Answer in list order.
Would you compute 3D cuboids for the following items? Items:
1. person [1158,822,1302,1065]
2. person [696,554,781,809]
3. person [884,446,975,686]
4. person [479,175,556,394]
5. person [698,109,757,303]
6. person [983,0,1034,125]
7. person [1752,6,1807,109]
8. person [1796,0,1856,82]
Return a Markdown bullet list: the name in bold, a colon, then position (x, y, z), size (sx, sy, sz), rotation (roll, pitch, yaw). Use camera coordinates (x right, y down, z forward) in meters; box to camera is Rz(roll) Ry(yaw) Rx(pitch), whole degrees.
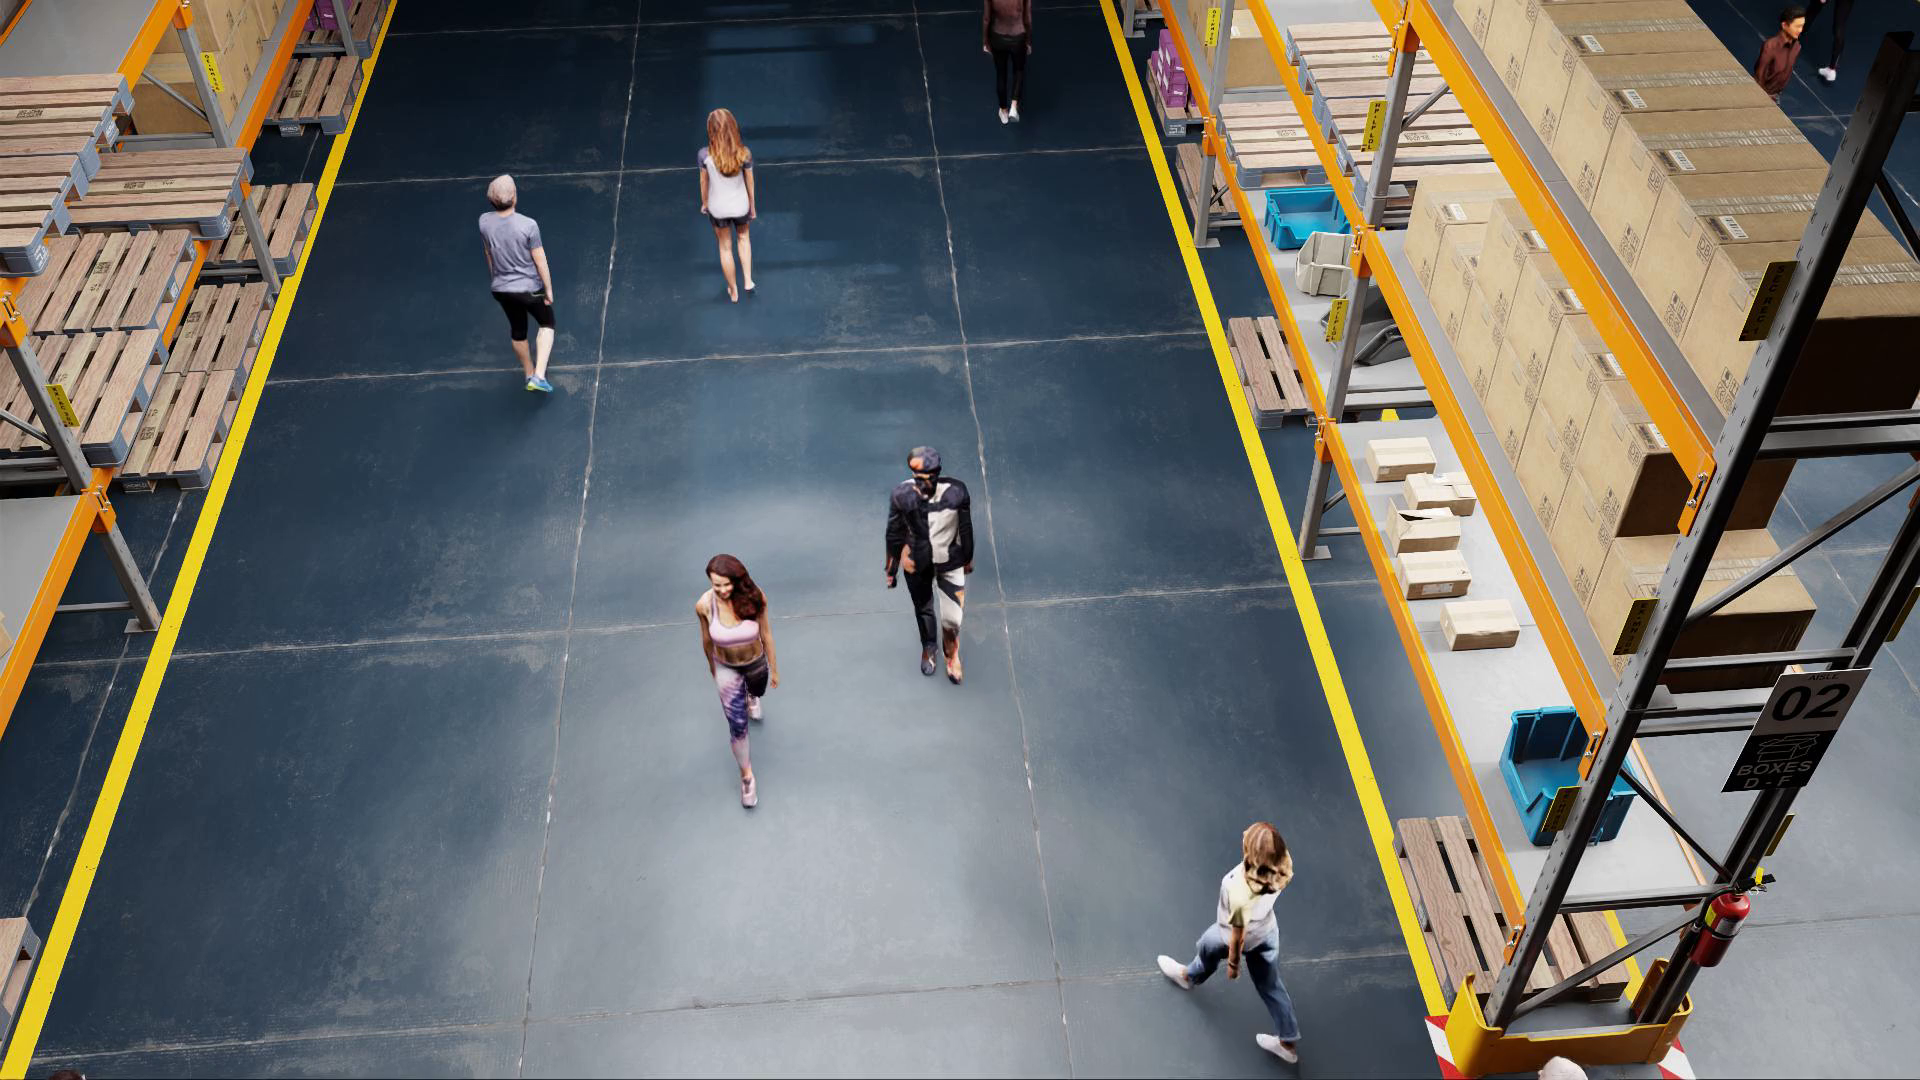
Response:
- **person**: position (1.575, 2.111, 8.665), size (1.240, 1.675, 1.132), rotation (33, 52, 29)
- **person**: position (-1.325, 0.705, 10.099), size (0.701, 1.731, 1.203), rotation (-9, 44, -10)
- **person**: position (-0.174, 0.083, 10.643), size (0.751, 1.881, 0.693), rotation (0, 44, 0)
- **person**: position (-3.387, -1.861, 12.690), size (0.796, 1.873, 0.879), rotation (7, 44, 7)
- **person**: position (-1.889, -2.685, 13.667), size (0.650, 1.718, 0.636), rotation (-10, 45, -10)
- **person**: position (0.462, -4.690, 15.789), size (0.659, 1.694, 0.752), rotation (1, 44, 1)
- **person**: position (7.152, -3.997, 15.020), size (0.889, 1.753, 1.179), rotation (-17, 46, -17)
- **person**: position (8.803, -5.424, 16.565), size (0.612, 1.687, 1.192), rotation (-4, 44, -4)
